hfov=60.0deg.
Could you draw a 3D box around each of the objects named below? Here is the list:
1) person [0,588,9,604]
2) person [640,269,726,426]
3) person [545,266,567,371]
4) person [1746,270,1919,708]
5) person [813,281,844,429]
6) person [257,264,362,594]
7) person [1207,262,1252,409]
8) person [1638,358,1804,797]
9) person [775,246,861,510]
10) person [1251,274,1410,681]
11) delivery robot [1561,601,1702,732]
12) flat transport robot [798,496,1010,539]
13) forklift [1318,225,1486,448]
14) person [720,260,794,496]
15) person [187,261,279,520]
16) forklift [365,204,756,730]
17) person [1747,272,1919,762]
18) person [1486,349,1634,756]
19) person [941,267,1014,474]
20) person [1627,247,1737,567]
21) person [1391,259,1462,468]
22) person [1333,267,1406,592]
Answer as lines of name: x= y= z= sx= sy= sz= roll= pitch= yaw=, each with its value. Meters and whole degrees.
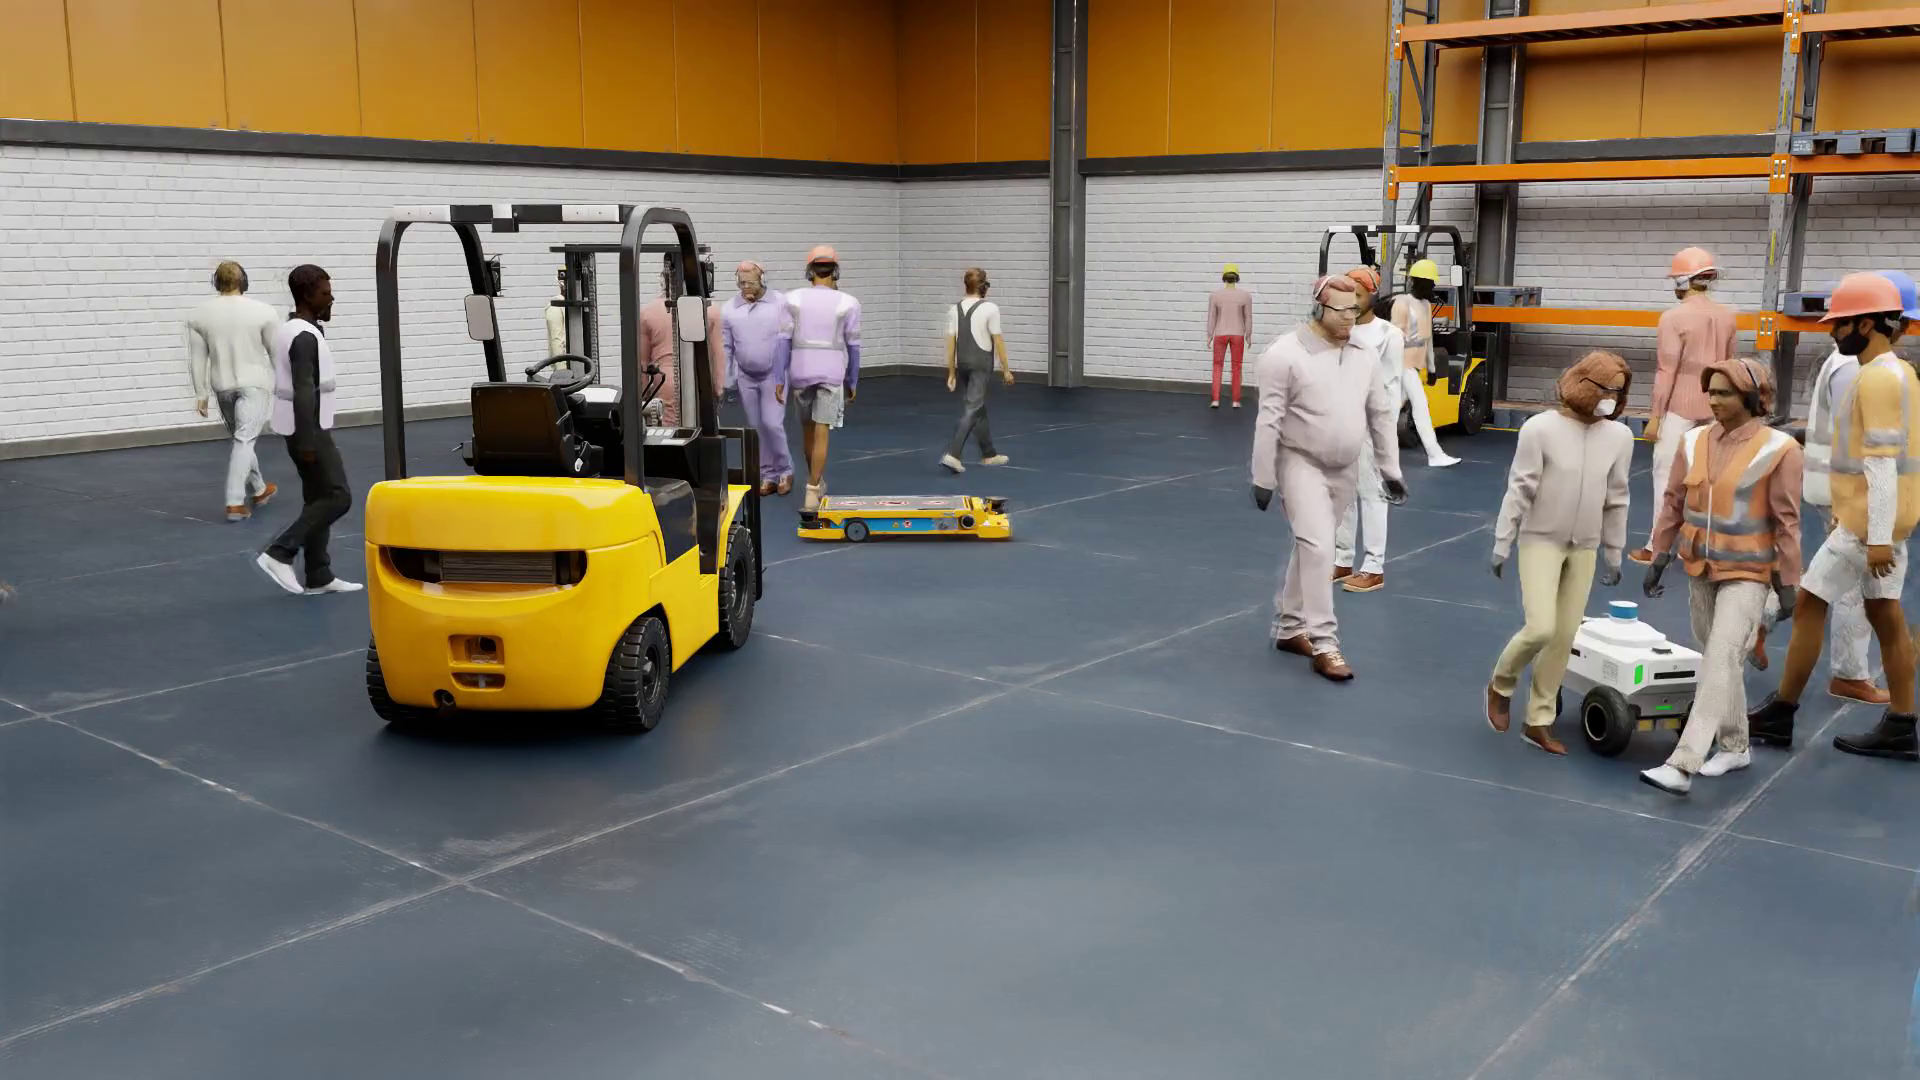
person: x=-5.122 y=-0.389 z=8.236 sx=0.443 sy=1.907 sz=0.666 roll=-7 pitch=12 yaw=-34
person: x=-2.080 y=-1.140 z=12.456 sx=0.669 sy=1.878 sz=0.760 roll=-1 pitch=10 yaw=-6
person: x=-3.550 y=-1.608 z=15.220 sx=0.403 sy=1.825 sz=0.595 roll=3 pitch=11 yaw=14
person: x=3.849 y=-0.230 z=7.348 sx=0.669 sy=1.914 sz=0.619 roll=6 pitch=12 yaw=30
person: x=-1.452 y=-2.069 z=17.991 sx=0.296 sy=1.744 sz=0.487 roll=5 pitch=11 yaw=25
person: x=-3.712 y=-0.605 z=9.446 sx=0.474 sy=1.905 sz=0.591 roll=-5 pitch=12 yaw=-27
person: x=3.259 y=-2.464 z=20.116 sx=0.531 sy=1.768 sz=0.316 roll=2 pitch=10 yaw=11
person: x=2.730 y=0.143 z=6.112 sx=0.812 sy=1.600 sz=0.537 roll=-5 pitch=11 yaw=-24
person: x=-1.060 y=-1.228 z=12.649 sx=0.626 sy=1.979 sz=0.955 roll=1 pitch=10 yaw=5
person: x=1.766 y=-0.302 z=7.842 sx=0.670 sy=1.864 sz=0.842 roll=-6 pitch=12 yaw=-30
delivery robot: x=2.706 y=0.494 z=6.817 sx=0.477 sy=0.478 sz=0.707 roll=-2 pitch=11 yaw=-12
flat transport robot: x=-0.389 y=-0.164 z=11.514 sx=1.431 sy=0.197 sz=0.652 roll=0 pitch=10 yaw=-2
forklift: x=4.449 y=-2.115 z=16.993 sx=1.214 sy=2.155 sz=2.313 roll=8 pitch=13 yaw=38
person: x=-1.582 y=-1.271 z=13.204 sx=0.674 sy=1.870 sz=0.465 roll=3 pitch=11 yaw=17
person: x=-5.331 y=-1.116 z=12.342 sx=0.627 sy=1.884 sz=1.043 roll=0 pitch=10 yaw=0
forklift: x=-1.766 y=-0.406 z=7.525 sx=1.214 sy=2.155 sz=2.313 roll=1 pitch=10 yaw=7
person: x=3.453 y=-0.092 z=6.594 sx=0.860 sy=1.899 sz=0.559 roll=8 pitch=13 yaw=37
person: x=2.374 y=0.047 z=6.601 sx=0.567 sy=1.611 sz=0.385 roll=-2 pitch=10 yaw=-13
person: x=0.111 y=-1.493 z=14.662 sx=0.535 sy=1.809 sz=0.967 roll=9 pitch=14 yaw=41
person: x=4.500 y=-0.811 z=10.374 sx=0.671 sy=1.984 sz=0.530 roll=-4 pitch=11 yaw=-23
person: x=4.097 y=-1.596 z=15.040 sx=1.006 sy=1.862 sz=0.595 roll=8 pitch=13 yaw=37
person: x=2.325 y=-0.640 z=9.699 sx=0.355 sy=1.880 sz=0.577 roll=-6 pitch=12 yaw=-29
